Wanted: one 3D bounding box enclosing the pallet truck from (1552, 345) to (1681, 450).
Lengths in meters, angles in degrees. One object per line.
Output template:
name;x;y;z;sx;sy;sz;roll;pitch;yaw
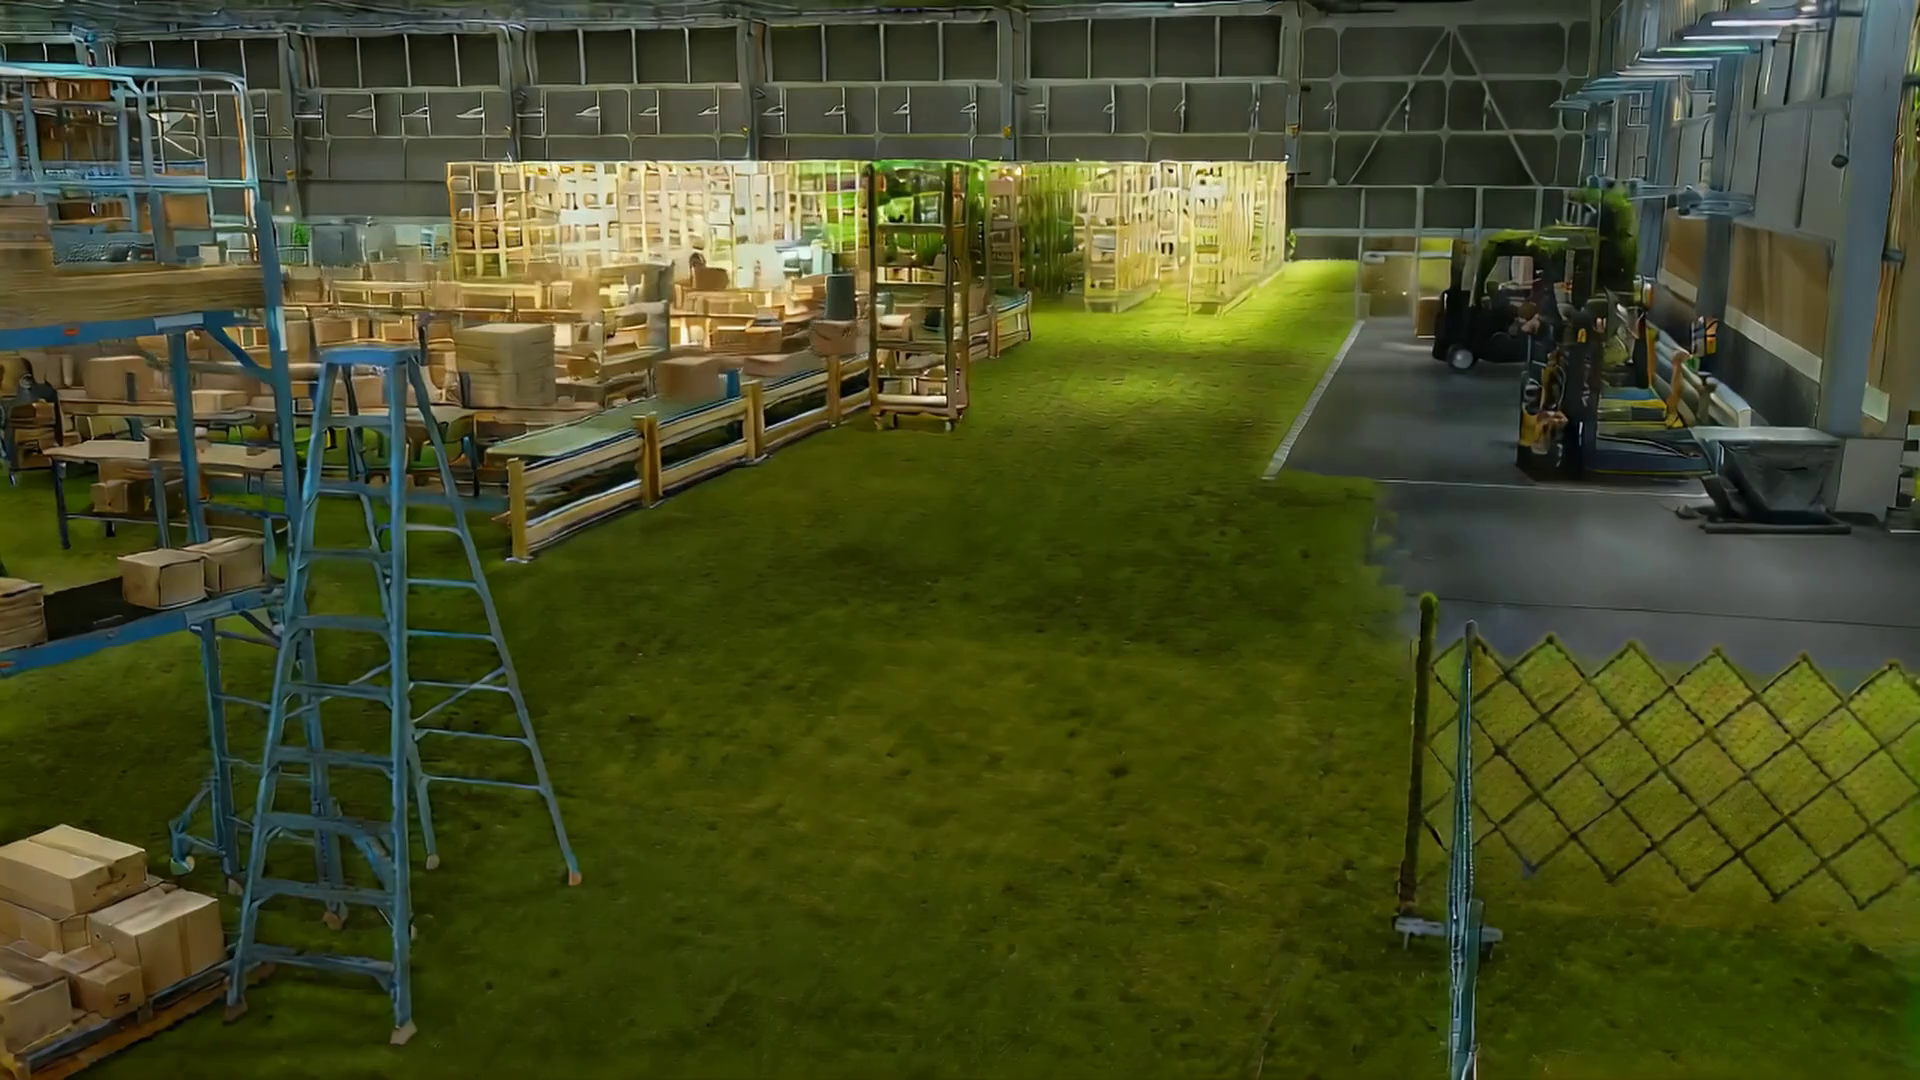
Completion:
pallet truck;8.641;-1.896;21.908;1.630;1.274;0.653;4;14;16

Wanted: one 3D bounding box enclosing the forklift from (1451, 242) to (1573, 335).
forklift;10.464;-4.597;31.405;2.680;1.987;1.157;4;14;16

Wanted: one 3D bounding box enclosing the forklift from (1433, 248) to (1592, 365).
forklift;9.780;-4.111;29.280;2.680;1.987;1.157;3;13;14

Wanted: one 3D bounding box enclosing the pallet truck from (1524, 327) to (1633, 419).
pallet truck;9.065;-2.460;24.370;1.522;1.261;0.704;3;13;14

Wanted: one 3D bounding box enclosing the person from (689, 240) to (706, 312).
person;-6.102;-6.060;38.759;0.403;1.825;0.604;-5;14;-19

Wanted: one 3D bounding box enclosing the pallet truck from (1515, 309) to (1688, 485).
pallet truck;7.554;-1.677;19.446;1.885;1.965;0.823;3;13;14

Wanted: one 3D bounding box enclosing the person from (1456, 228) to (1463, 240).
person;13.570;-7.599;45.406;0.861;1.809;0.609;3;13;11

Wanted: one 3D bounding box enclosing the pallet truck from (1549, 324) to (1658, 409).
pallet truck;9.824;-2.669;25.407;1.601;1.201;0.680;4;14;16

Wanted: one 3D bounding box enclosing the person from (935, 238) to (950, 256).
person;-0.333;-5.926;37.996;0.410;1.909;0.642;5;14;22

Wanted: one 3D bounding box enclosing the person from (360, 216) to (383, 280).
person;-17.591;-8.643;49.581;0.656;1.967;0.725;3;13;11

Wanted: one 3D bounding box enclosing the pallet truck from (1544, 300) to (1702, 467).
pallet truck;8.263;-1.952;20.631;1.885;1.965;0.823;5;14;20
